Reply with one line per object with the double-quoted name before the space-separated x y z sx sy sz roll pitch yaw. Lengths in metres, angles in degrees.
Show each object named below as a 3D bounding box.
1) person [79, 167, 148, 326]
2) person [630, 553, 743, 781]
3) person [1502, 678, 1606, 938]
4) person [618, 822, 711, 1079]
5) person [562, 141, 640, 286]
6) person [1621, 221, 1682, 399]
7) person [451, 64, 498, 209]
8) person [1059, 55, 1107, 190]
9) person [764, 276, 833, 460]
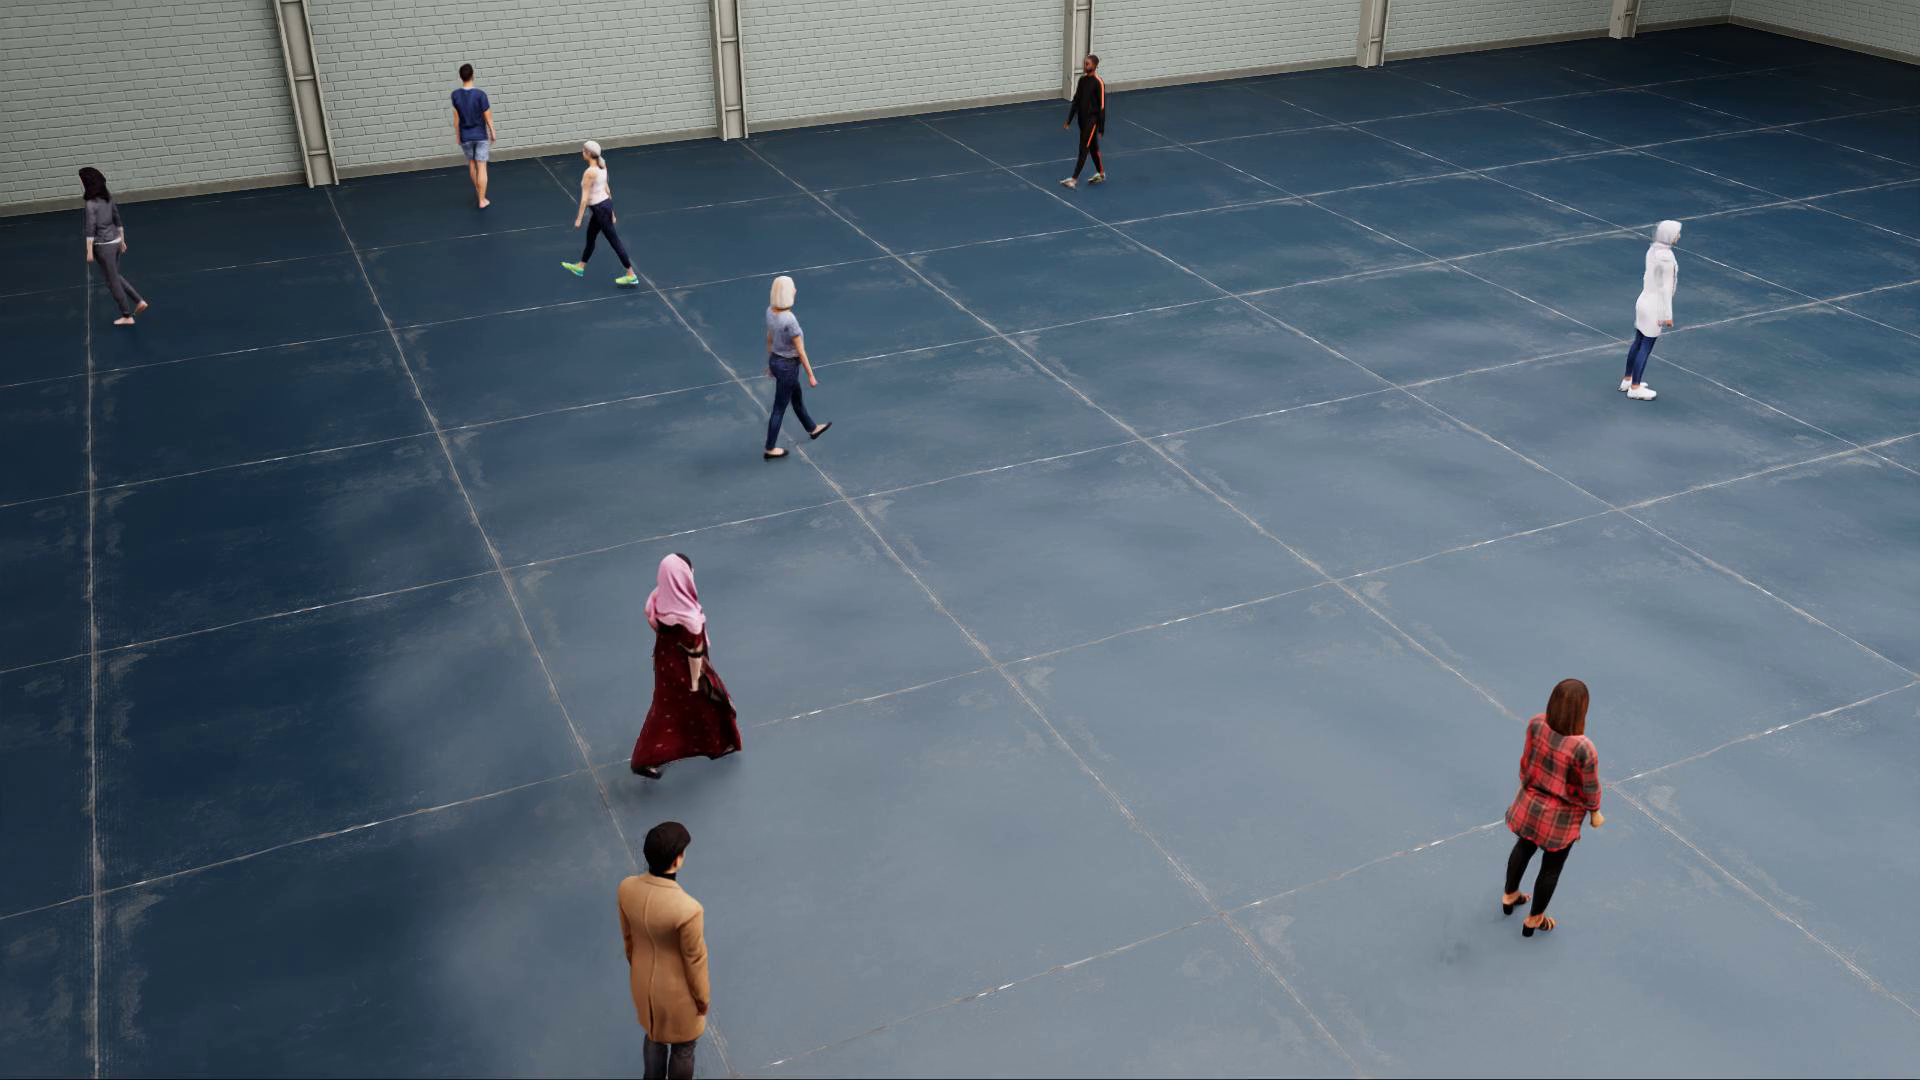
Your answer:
"person" -9.124 -3.150 17.962 0.791 1.750 0.739 3 28 5
"person" -1.836 0.836 10.631 0.884 1.606 1.121 23 36 36
"person" 3.268 1.517 9.252 0.627 1.698 0.652 -16 32 -27
"person" -1.435 2.137 8.076 0.781 1.711 0.818 13 31 24
"person" -4.031 -3.702 19.108 1.240 1.646 1.061 5 28 9
"person" 6.748 -2.257 16.257 0.676 1.775 0.687 0 28 0
"person" -6.413 -5.282 21.889 1.012 1.820 0.939 0 28 -1
"person" 1.846 -5.726 22.780 1.159 1.767 0.755 -17 32 -28
"person" -1.649 -1.510 14.946 1.055 1.690 0.731 -18 33 -30
